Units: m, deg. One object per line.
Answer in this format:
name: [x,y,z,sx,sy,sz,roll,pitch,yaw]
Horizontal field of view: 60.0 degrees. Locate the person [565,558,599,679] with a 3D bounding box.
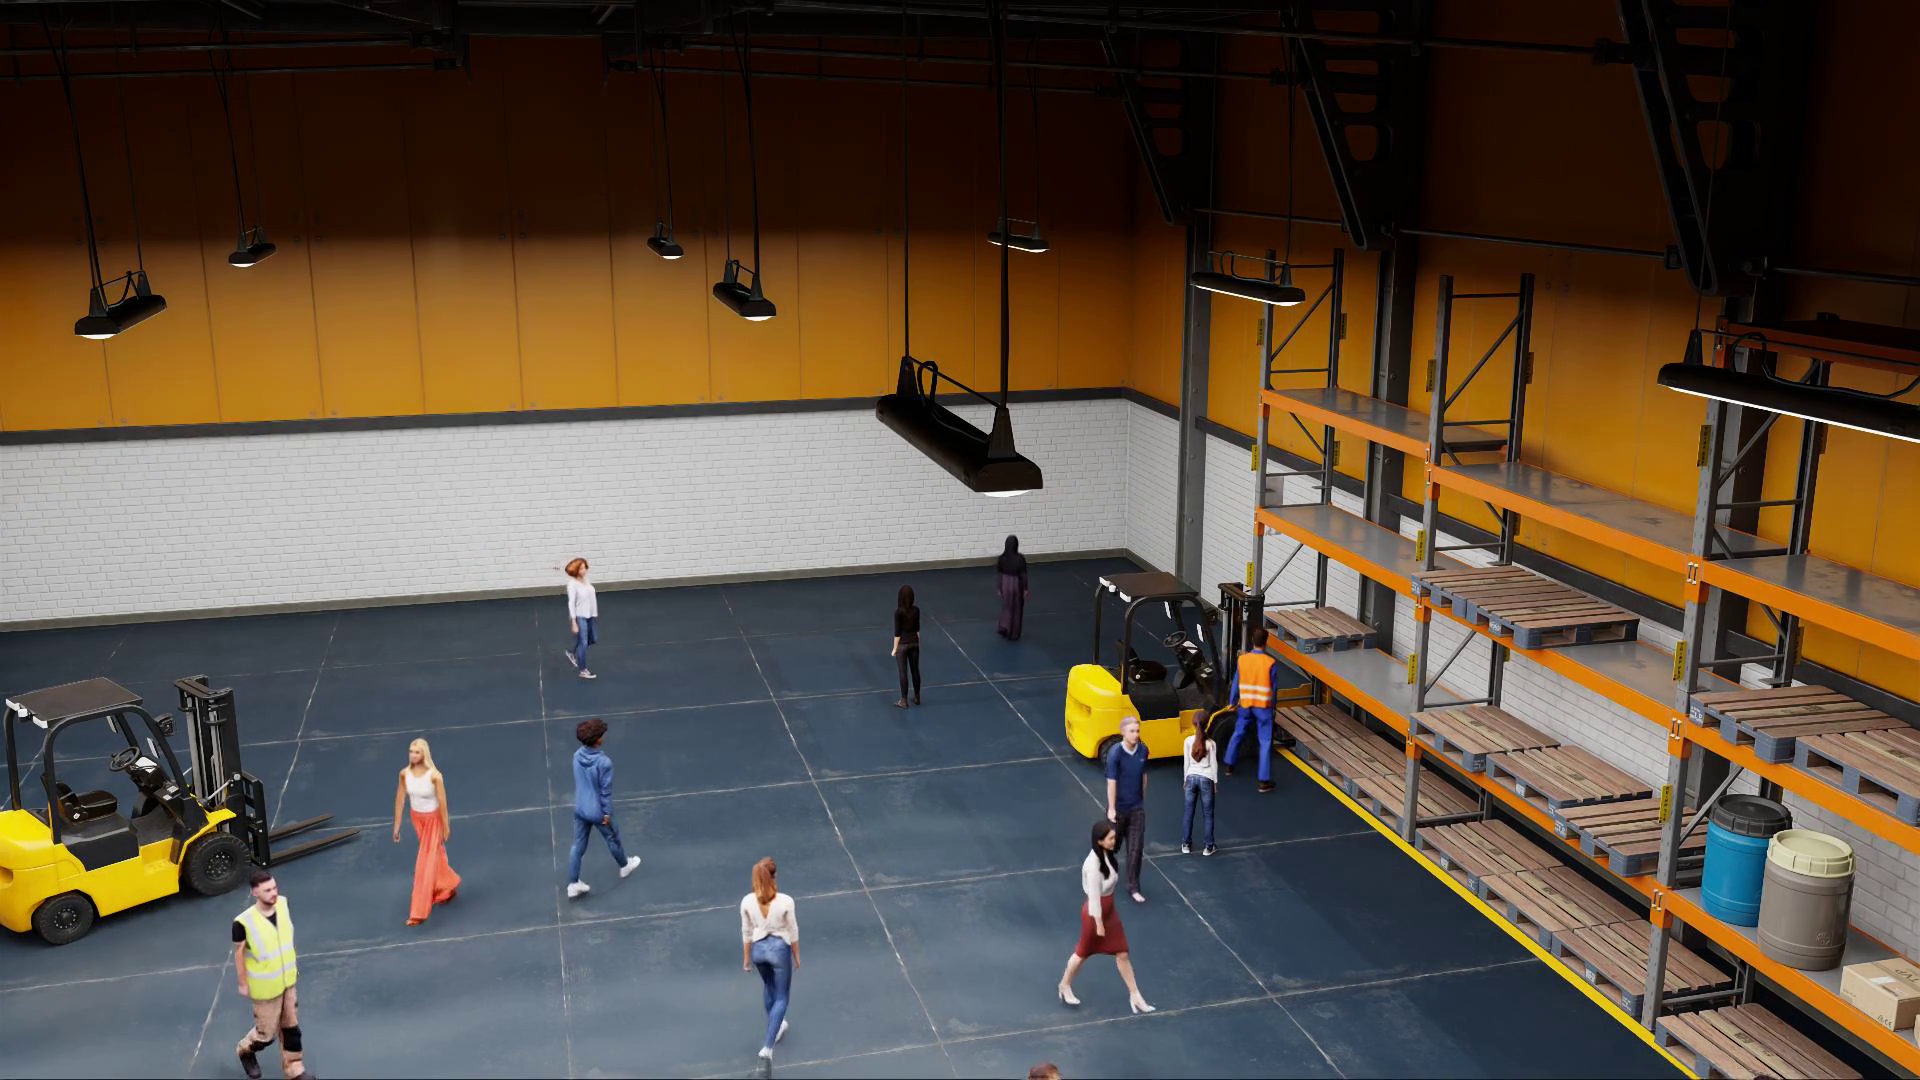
person: [-5.325,1.063,23.117,0.934,1.695,0.890,5,15,21]

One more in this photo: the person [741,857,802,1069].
person: [-1.533,3.411,13.417,0.945,1.696,1.161,3,14,12]

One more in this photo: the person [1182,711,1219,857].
person: [2.497,2.526,17.361,0.625,1.560,0.669,5,14,19]

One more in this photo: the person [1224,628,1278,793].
person: [3.380,1.943,19.216,1.032,1.821,1.115,10,17,34]

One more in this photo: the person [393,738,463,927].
person: [-5.081,2.743,16.042,1.066,1.759,1.246,5,15,21]

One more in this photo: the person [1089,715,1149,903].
person: [1.577,2.607,16.410,0.784,1.851,1.067,-7,15,-26]

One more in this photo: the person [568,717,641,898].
person: [-3.672,2.659,16.372,1.134,1.768,1.224,7,15,26]

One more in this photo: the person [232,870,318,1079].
person: [-5.446,3.428,13.065,1.034,1.830,0.984,7,15,26]

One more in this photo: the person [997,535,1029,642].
person: [0.746,0.724,24.699,0.804,1.609,0.866,7,15,27]

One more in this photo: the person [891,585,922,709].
person: [-0.686,1.390,21.877,0.646,1.642,0.623,-10,17,-35]

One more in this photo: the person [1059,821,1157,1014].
person: [1.106,3.233,14.155,1.121,1.695,1.066,7,15,28]
